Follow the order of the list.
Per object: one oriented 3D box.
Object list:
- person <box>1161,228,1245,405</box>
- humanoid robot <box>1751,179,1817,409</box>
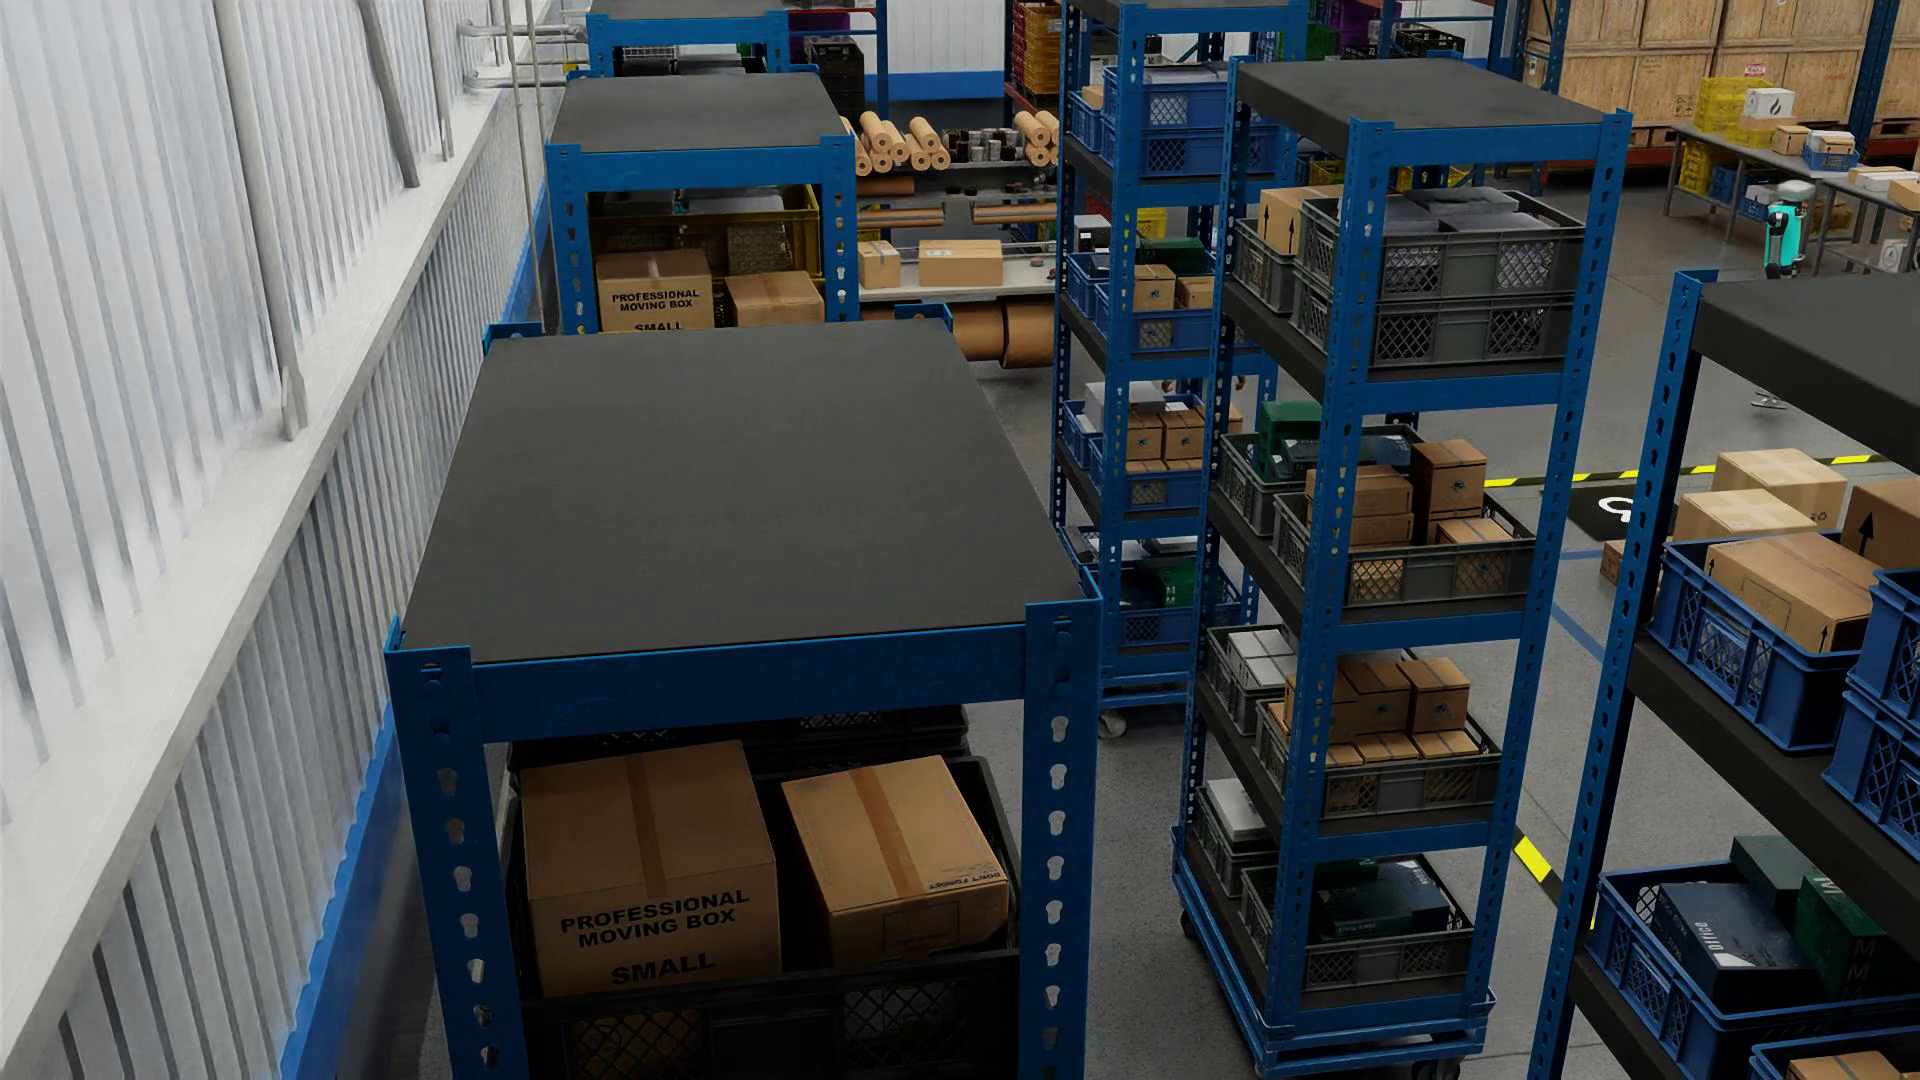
[{"bbox_3d":[1.592,-1.122,10.844,0.597,1.849,0.388,-5,25,-10],"label":"person"},{"bbox_3d":[6.217,-1.773,12.235,0.735,1.676,0.533,17,30,33],"label":"humanoid robot"}]
